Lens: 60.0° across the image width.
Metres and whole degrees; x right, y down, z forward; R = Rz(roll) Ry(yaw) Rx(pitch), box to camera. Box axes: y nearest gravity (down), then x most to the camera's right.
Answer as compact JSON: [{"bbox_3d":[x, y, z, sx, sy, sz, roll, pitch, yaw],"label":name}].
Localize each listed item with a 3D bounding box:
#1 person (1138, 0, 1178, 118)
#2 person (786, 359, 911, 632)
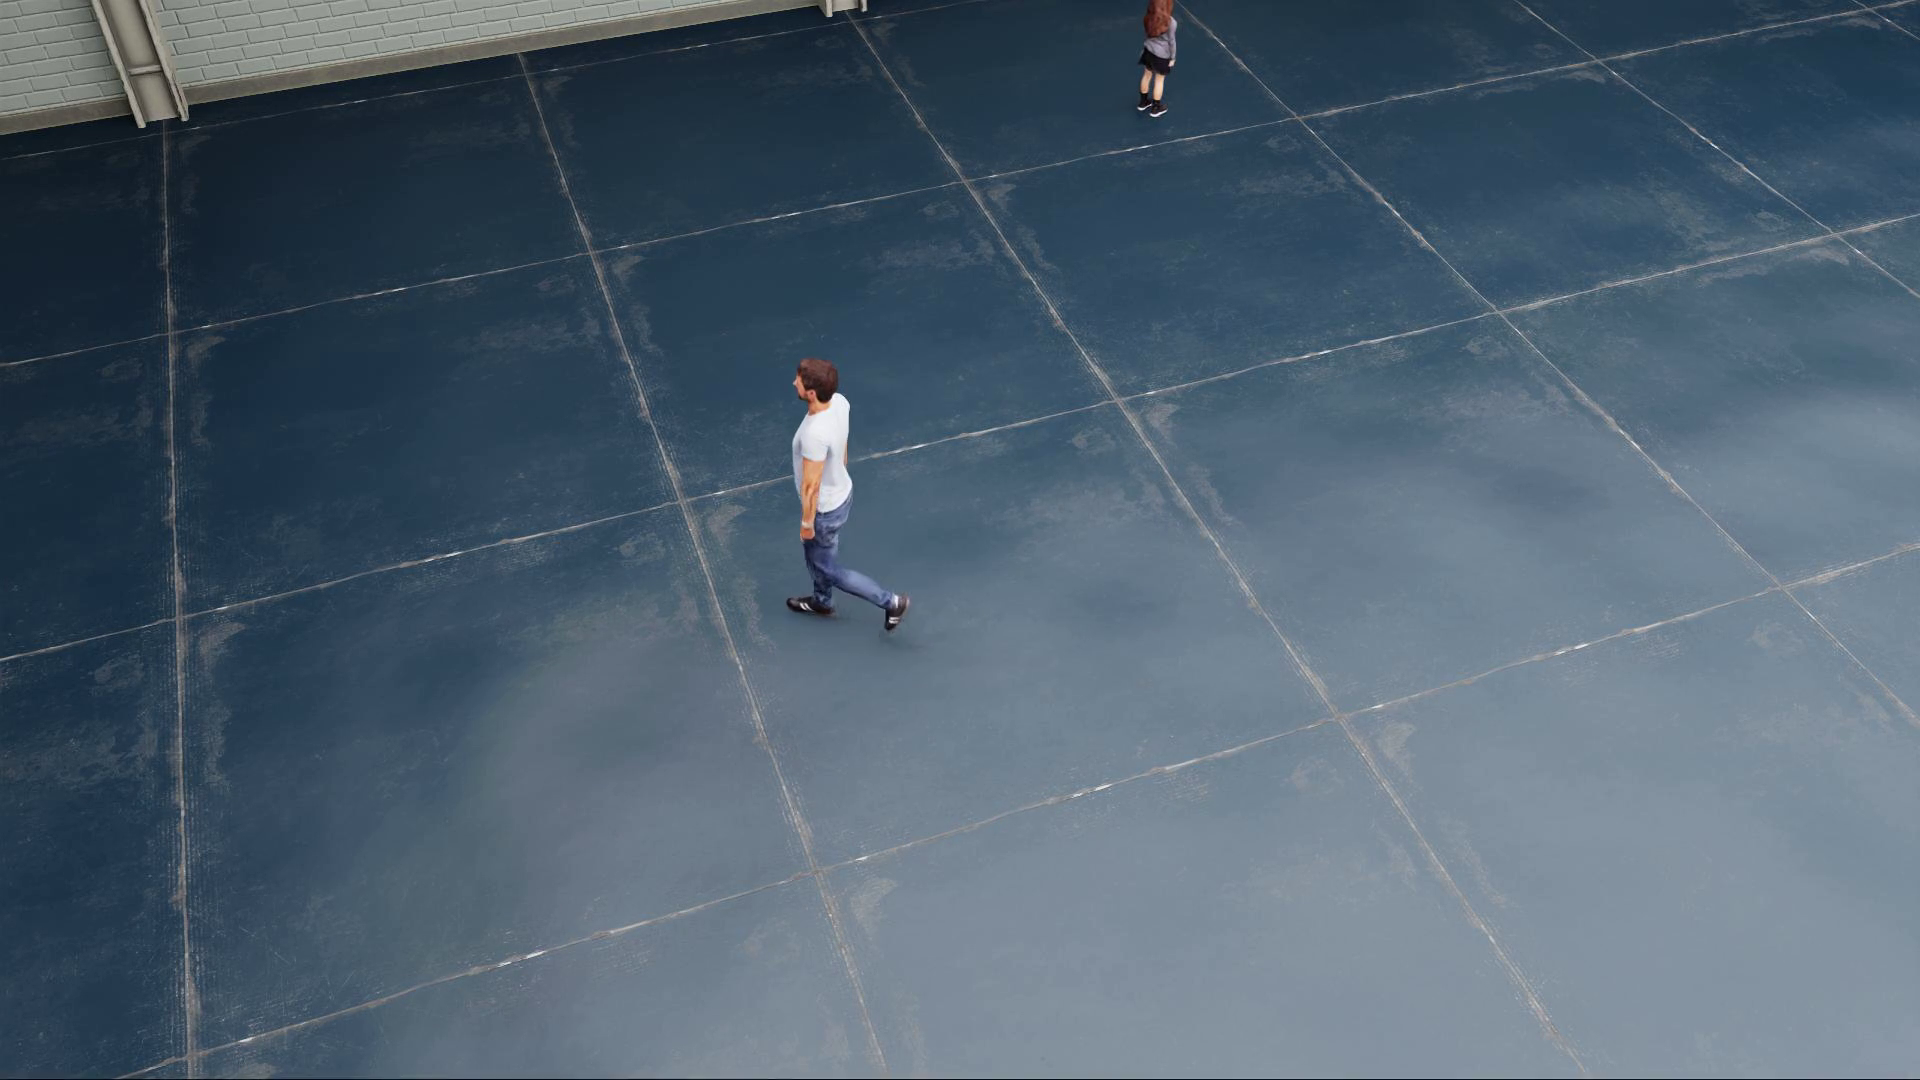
[{"bbox_3d":[1.629,-4.058,13.749,0.526,1.107,0.544,34,53,31],"label":"person"},{"bbox_3d":[-0.648,-0.184,9.058,1.109,1.847,0.946,8,44,9],"label":"person"}]
